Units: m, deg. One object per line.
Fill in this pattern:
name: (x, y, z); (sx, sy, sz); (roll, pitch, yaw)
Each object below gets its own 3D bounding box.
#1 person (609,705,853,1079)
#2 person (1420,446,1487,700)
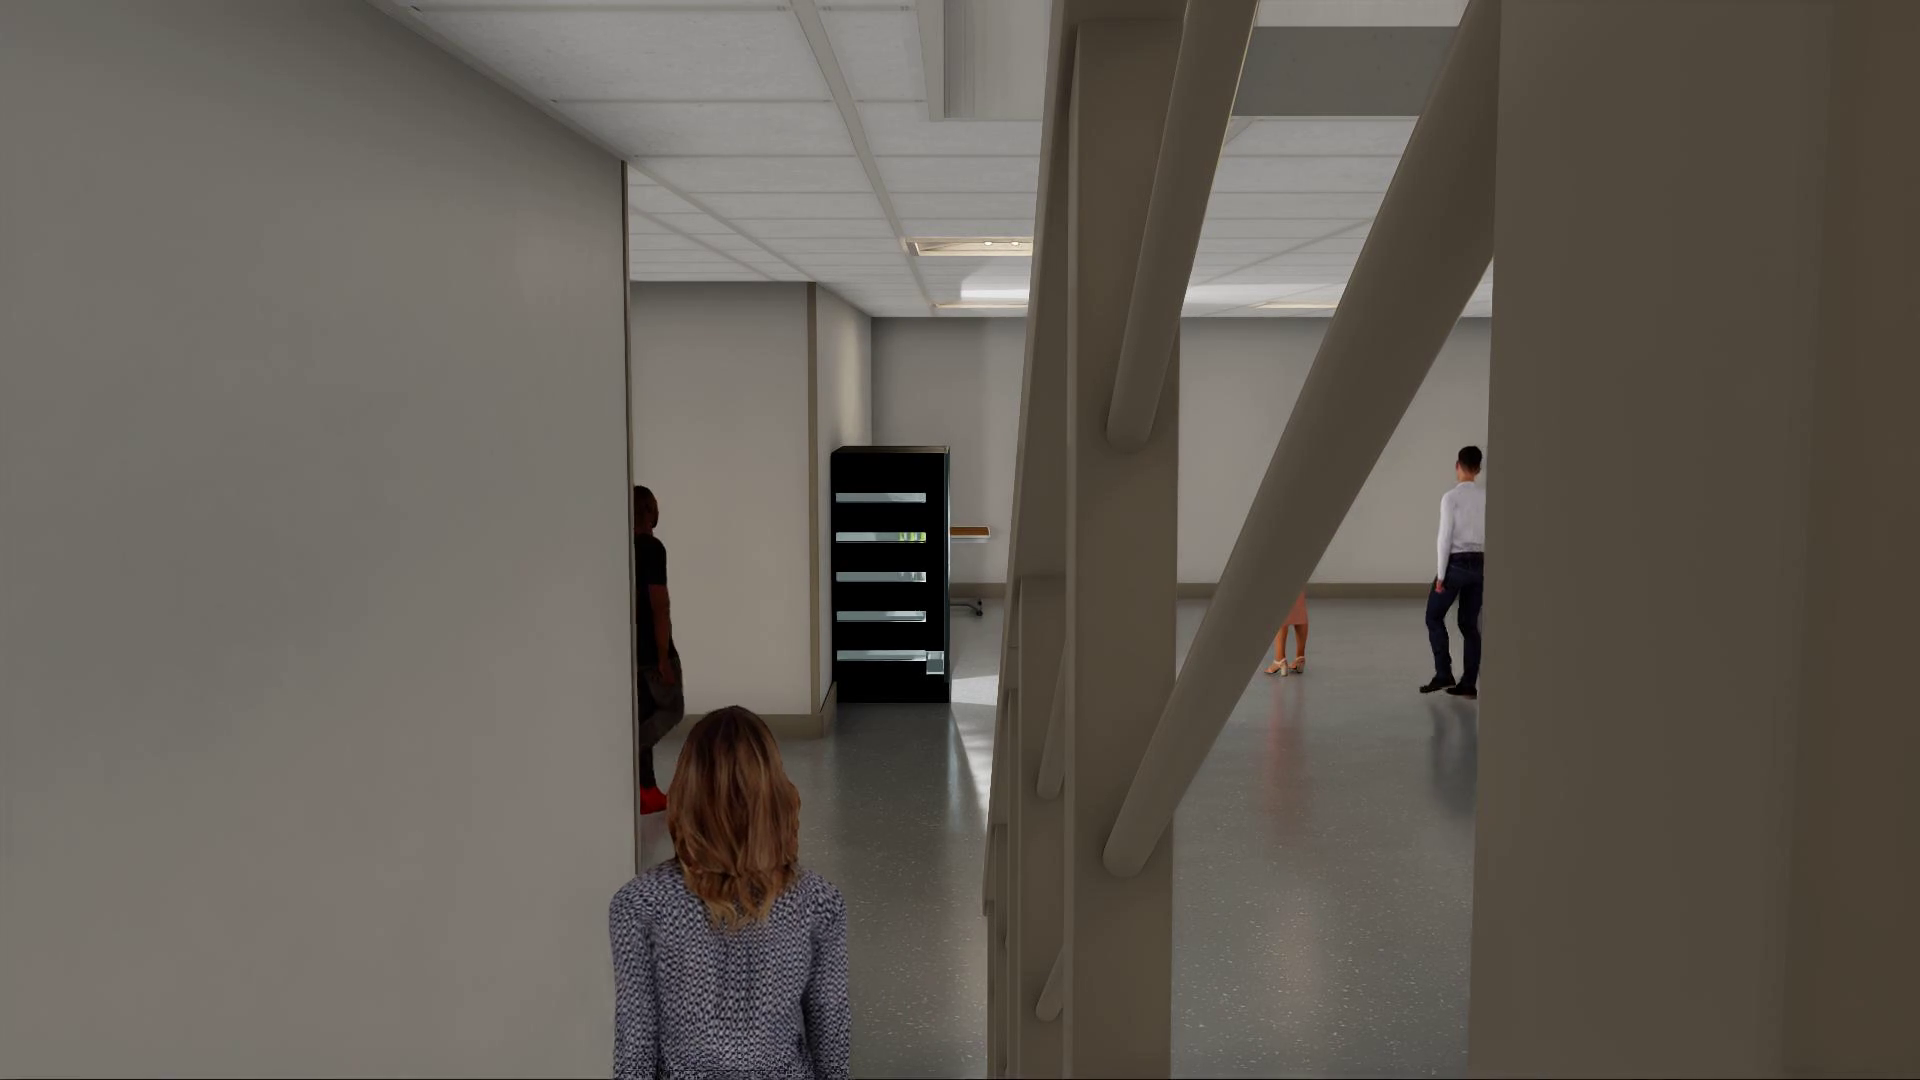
person: (-0.419, 1.225, 3.039); (0.691, 1.759, 1.107); (-1, 6, -6)
person: (3.746, 0.253, 12.112); (0.743, 1.838, 0.750); (-2, 6, -21)
